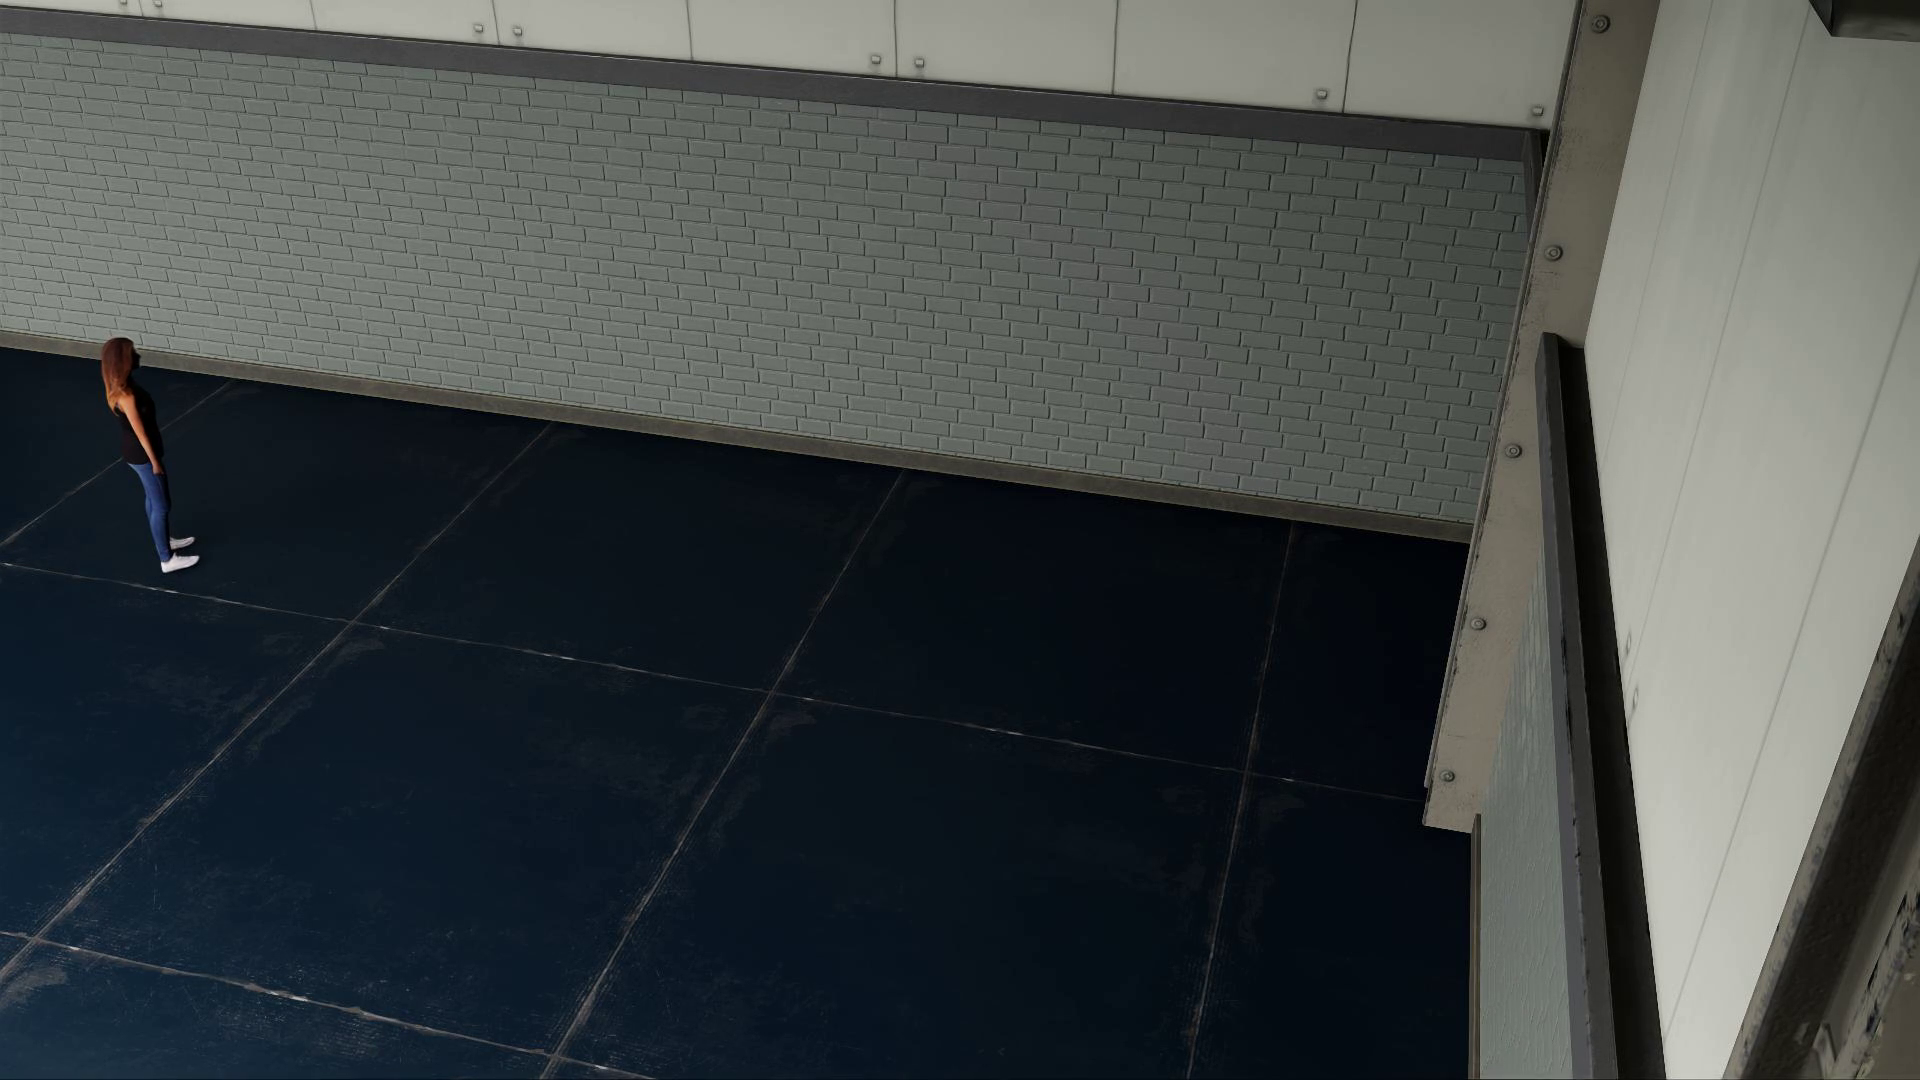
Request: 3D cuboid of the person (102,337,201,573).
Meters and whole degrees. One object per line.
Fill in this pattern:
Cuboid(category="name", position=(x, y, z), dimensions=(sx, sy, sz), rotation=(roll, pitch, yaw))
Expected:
Cuboid(category="person", position=(-5.595, -0.599, 11.401), dimensions=(0.704, 1.722, 0.649), rotation=(-18, 37, -27))
